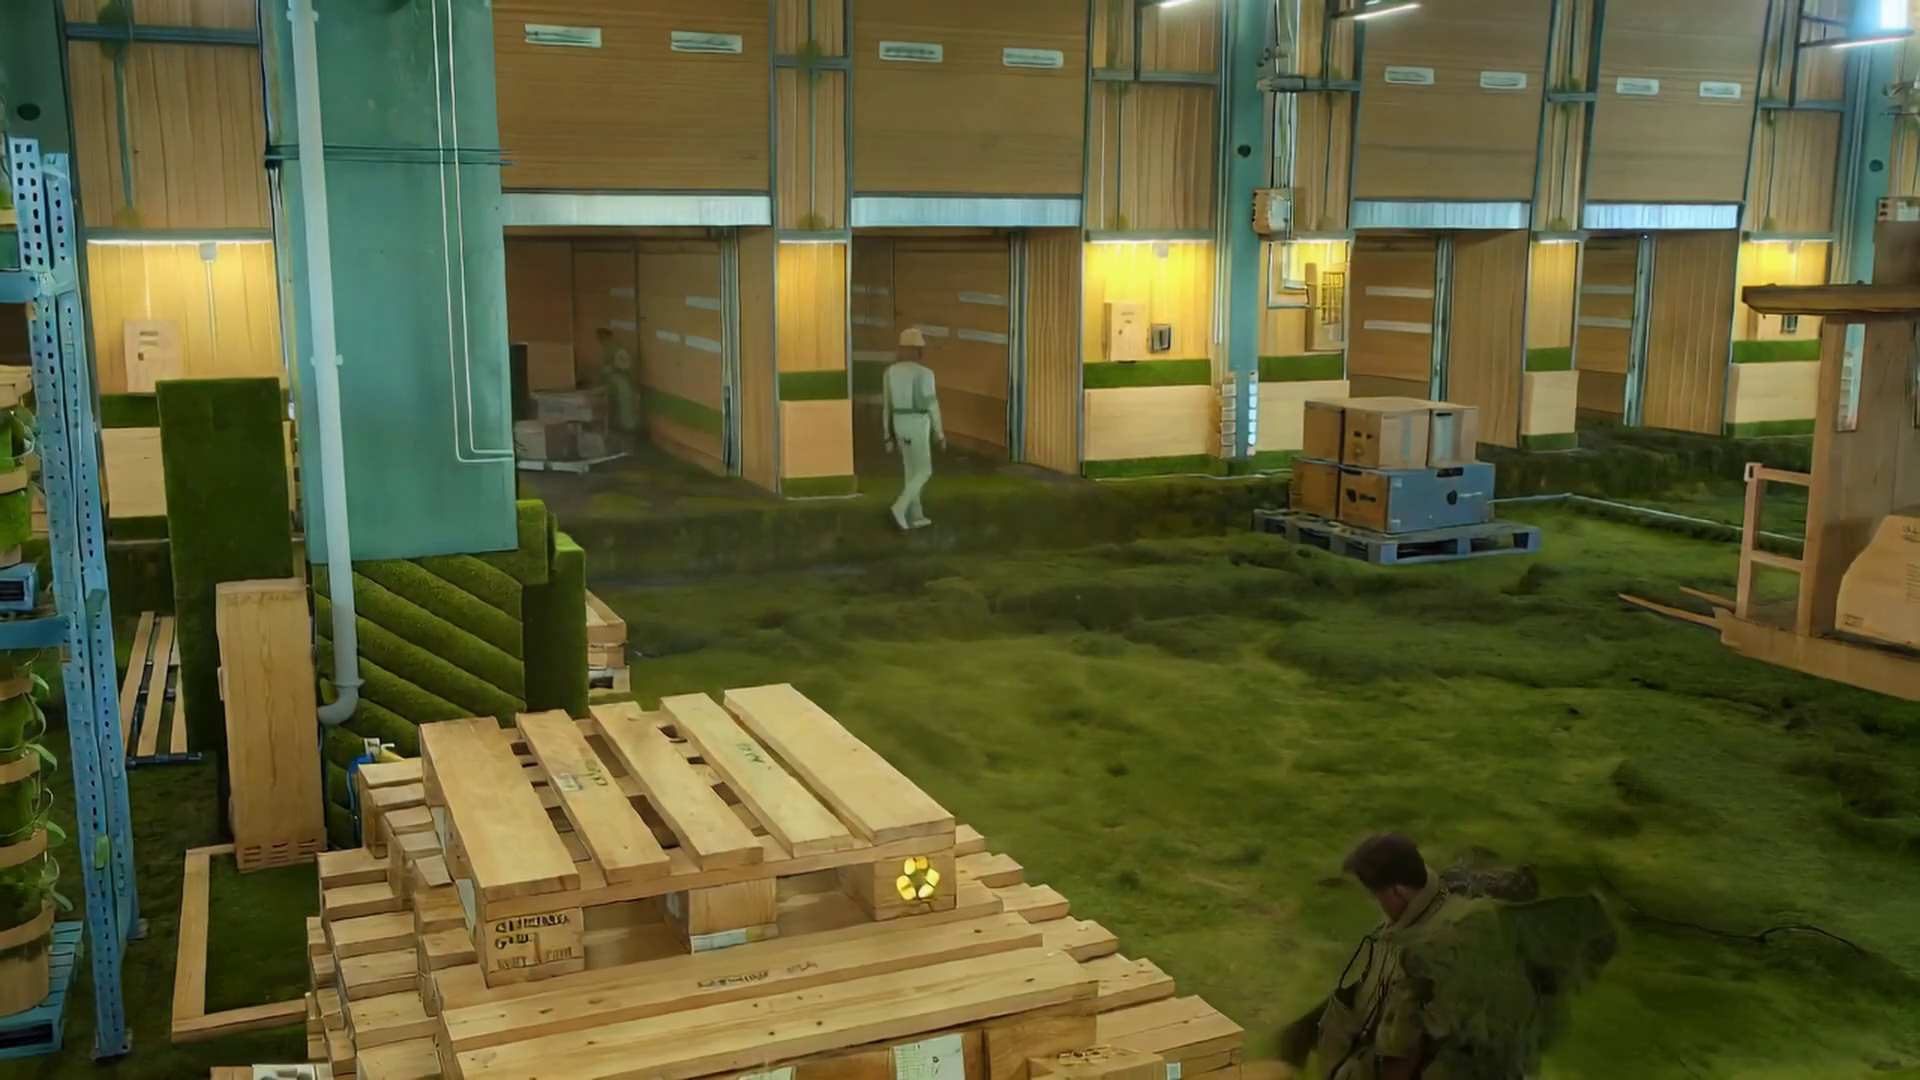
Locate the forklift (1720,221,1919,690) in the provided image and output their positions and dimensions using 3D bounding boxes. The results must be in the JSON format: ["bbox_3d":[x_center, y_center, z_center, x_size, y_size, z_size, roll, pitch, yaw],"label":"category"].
[{"bbox_3d":[5.949,-0.550,10.218,1.129,2.768,1.873,-4,11,-23],"label":"forklift"}]

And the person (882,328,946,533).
[{"bbox_3d":[-0.458,-1.015,15.455,0.606,1.904,0.702,9,13,40],"label":"person"}]
